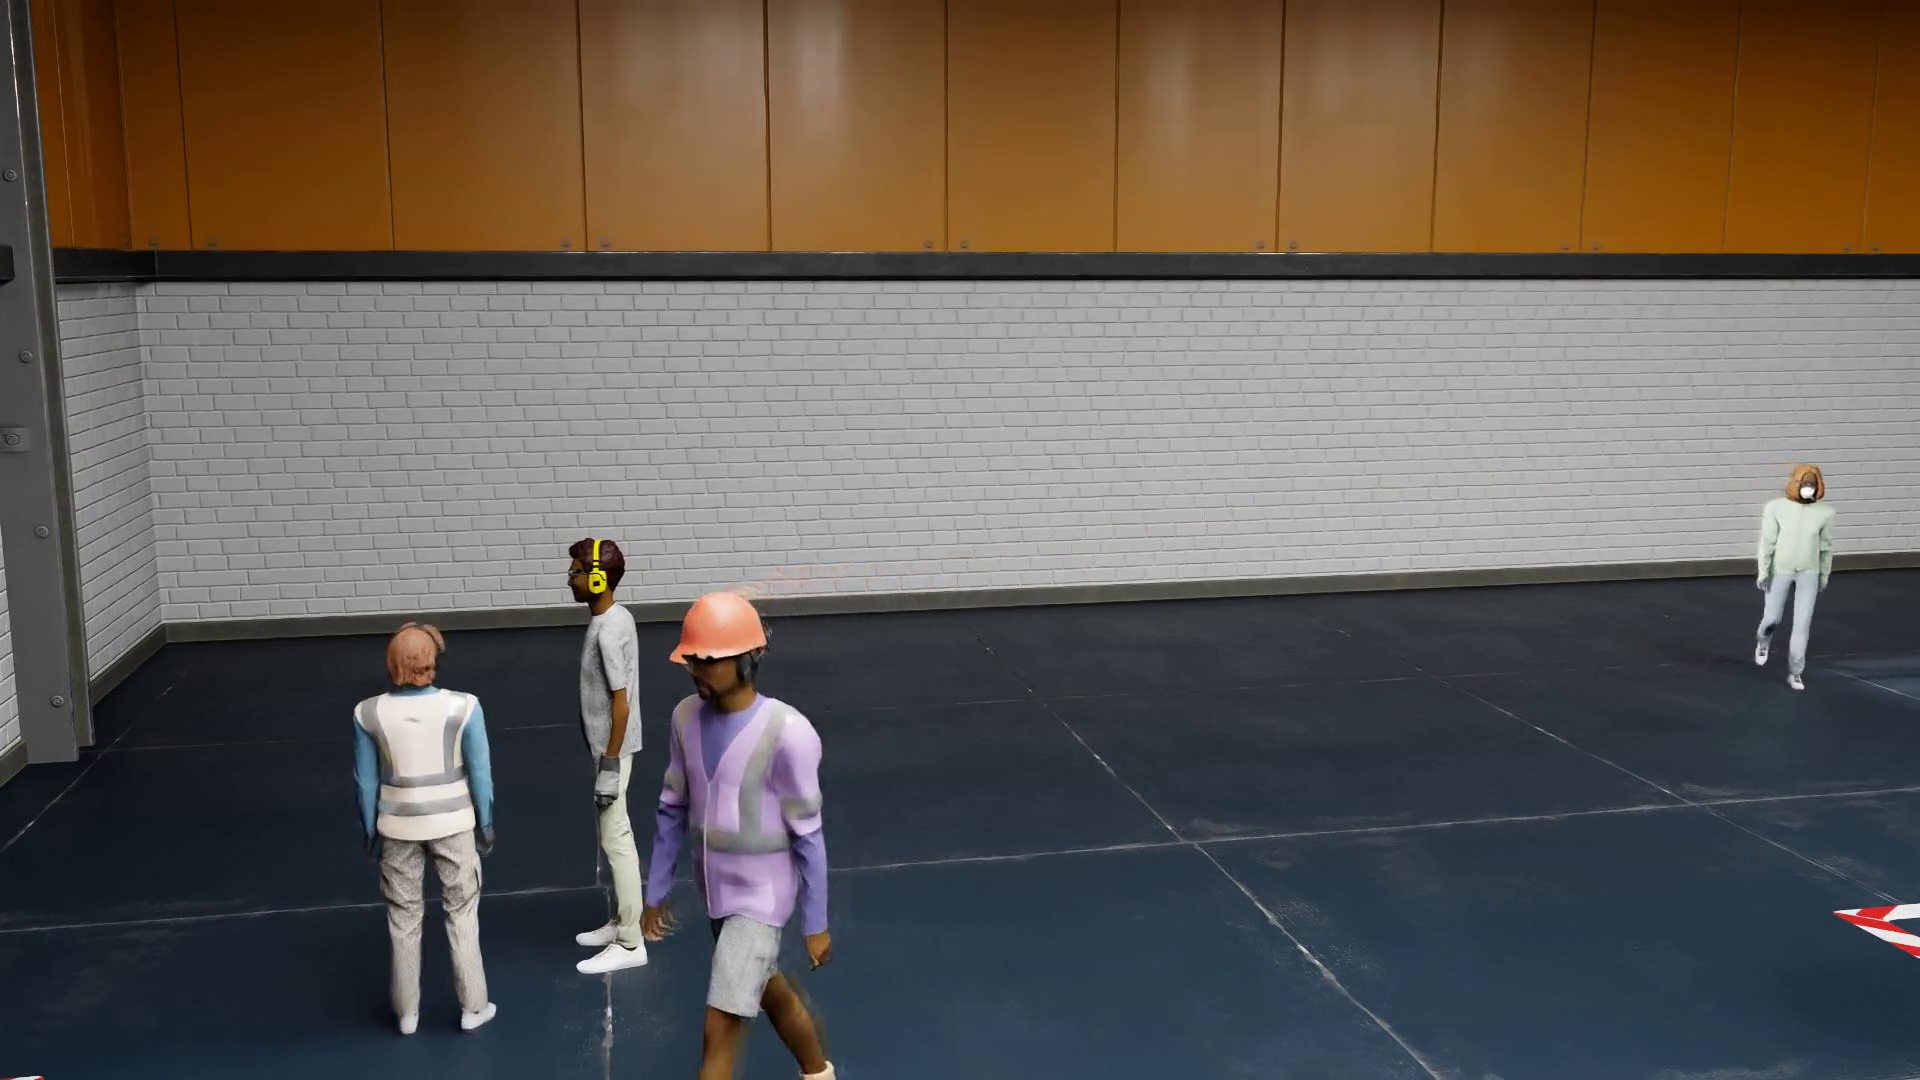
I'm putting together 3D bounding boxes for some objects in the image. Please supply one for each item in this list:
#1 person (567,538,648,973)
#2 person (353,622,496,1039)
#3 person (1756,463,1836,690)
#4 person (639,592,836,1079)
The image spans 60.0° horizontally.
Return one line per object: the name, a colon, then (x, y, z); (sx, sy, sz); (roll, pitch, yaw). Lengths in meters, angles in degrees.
person: (-1.521, 0.914, 7.126); (0.315, 1.869, 0.534); (-2, 10, -12)
person: (-2.076, 1.134, 6.487); (0.519, 1.640, 0.310); (-1, 9, -8)
person: (6.013, 0.235, 12.022); (0.517, 1.614, 0.614); (2, 10, 13)
person: (-0.742, 1.141, 5.389); (0.637, 1.986, 1.071); (9, 13, 43)
